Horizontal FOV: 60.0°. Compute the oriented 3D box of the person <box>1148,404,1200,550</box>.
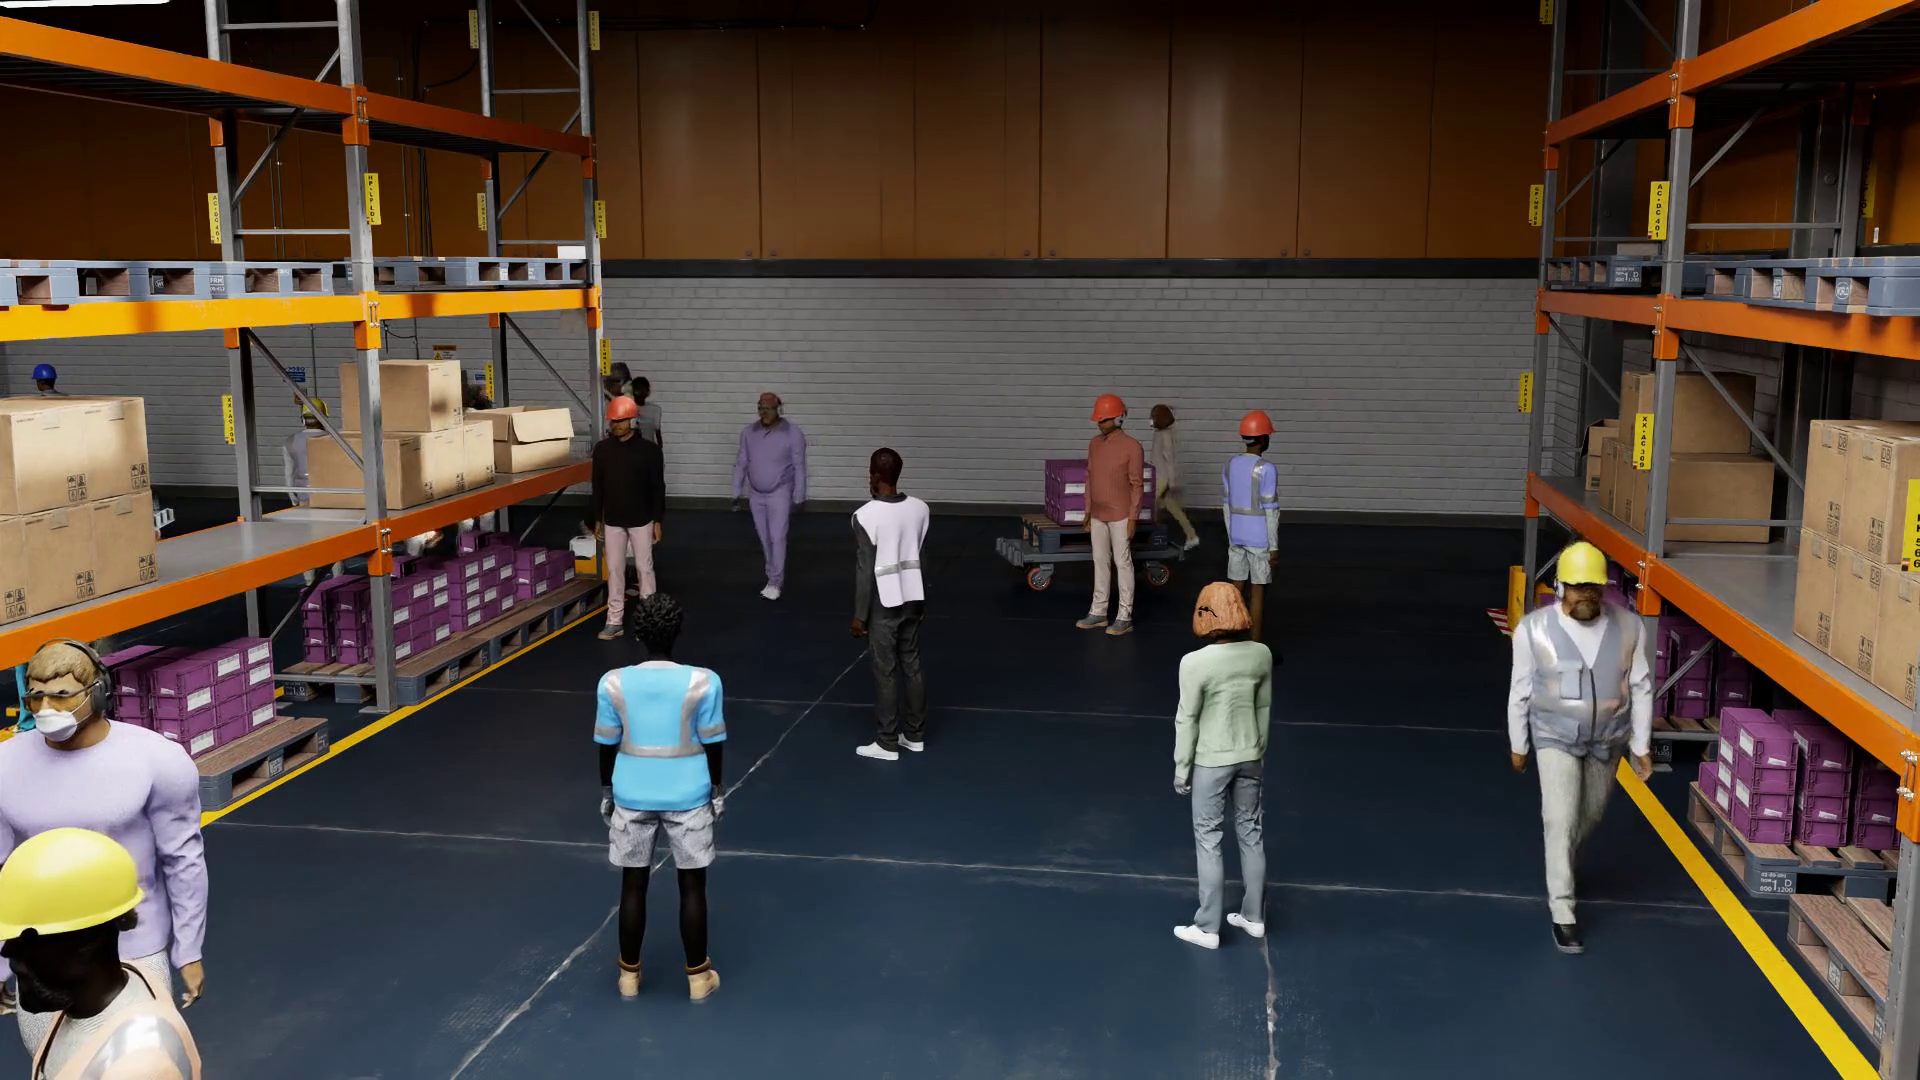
[{"bbox_3d":[2.175,-0.652,17.647,0.852,1.592,0.500,0,9,-2],"label":"person"}]

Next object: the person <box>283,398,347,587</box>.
[{"bbox_3d":[-5.891,-0.397,15.340,0.588,1.831,0.404,0,9,-2],"label":"person"}]

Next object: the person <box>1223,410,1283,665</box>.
[{"bbox_3d":[2.231,-0.014,12.637,0.354,1.942,0.545,-6,11,-34],"label":"person"}]

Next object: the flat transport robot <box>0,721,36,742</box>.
[{"bbox_3d":[-5.605,1.080,11.032,0.652,0.197,1.431,2,9,12],"label":"flat transport robot"}]

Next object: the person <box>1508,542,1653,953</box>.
[{"bbox_3d":[2.810,0.879,7.593,0.592,1.797,0.884,0,9,3],"label":"person"}]

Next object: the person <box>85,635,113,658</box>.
[{"bbox_3d":[-6.367,0.104,12.051,0.619,1.886,0.934,-3,10,-19],"label":"person"}]

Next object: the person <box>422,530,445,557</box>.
[{"bbox_3d":[-5.646,-0.764,17.591,0.572,1.833,0.950,2,9,11],"label":"person"}]

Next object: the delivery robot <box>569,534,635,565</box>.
[{"bbox_3d":[-3.381,0.081,16.028,0.707,0.478,0.477,0,9,0],"label":"delivery robot"}]

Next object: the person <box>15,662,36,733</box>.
[{"bbox_3d":[-5.713,0.419,10.301,0.560,1.836,0.380,-1,9,-5],"label":"person"}]

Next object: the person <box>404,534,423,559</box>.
[{"bbox_3d":[-5.465,-0.556,16.305,0.430,1.840,0.624,-3,10,-20],"label":"person"}]

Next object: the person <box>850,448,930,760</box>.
[{"bbox_3d":[-0.418,0.394,10.198,0.394,1.919,0.590,9,13,43],"label":"person"}]

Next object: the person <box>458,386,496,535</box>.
[{"bbox_3d":[-4.994,-0.704,17.338,0.621,1.804,0.682,-1,9,-8],"label":"person"}]

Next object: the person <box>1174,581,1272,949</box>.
[{"bbox_3d":[1.170,0.994,7.407,0.498,1.626,0.289,-5,11,-29],"label":"person"}]

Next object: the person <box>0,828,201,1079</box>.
[{"bbox_3d":[-1.691,1.503,3.327,0.375,1.925,0.595,-7,11,-36],"label":"person"}]

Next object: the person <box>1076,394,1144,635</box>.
[{"bbox_3d":[1.239,-0.214,13.737,0.393,1.985,0.611,-8,12,-40],"label":"person"}]

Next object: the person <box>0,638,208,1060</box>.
[{"bbox_3d":[-2.572,1.235,4.944,0.637,1.938,0.355,-1,9,-9],"label":"person"}]

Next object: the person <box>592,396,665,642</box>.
[{"bbox_3d":[-2.683,-0.167,13.419,0.613,1.994,0.395,2,9,12],"label":"person"}]

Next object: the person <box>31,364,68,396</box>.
[{"bbox_3d":[-10.256,-1.017,18.806,0.392,1.946,0.616,1,9,7],"label":"person"}]

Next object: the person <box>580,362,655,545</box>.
[{"bbox_3d":[-3.736,-0.941,18.054,0.766,2.000,0.694,5,10,26],"label":"person"}]

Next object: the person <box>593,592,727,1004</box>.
[{"bbox_3d":[-1.225,1.058,6.833,0.546,1.690,0.323,1,9,4],"label":"person"}]

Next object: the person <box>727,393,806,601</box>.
[{"bbox_3d":[-1.791,-0.383,15.122,0.651,1.880,0.792,4,10,22],"label":"person"}]

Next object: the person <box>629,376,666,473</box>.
[{"bbox_3d":[-3.566,-0.925,18.566,0.553,1.843,0.540,-2,9,-10],"label":"person"}]
